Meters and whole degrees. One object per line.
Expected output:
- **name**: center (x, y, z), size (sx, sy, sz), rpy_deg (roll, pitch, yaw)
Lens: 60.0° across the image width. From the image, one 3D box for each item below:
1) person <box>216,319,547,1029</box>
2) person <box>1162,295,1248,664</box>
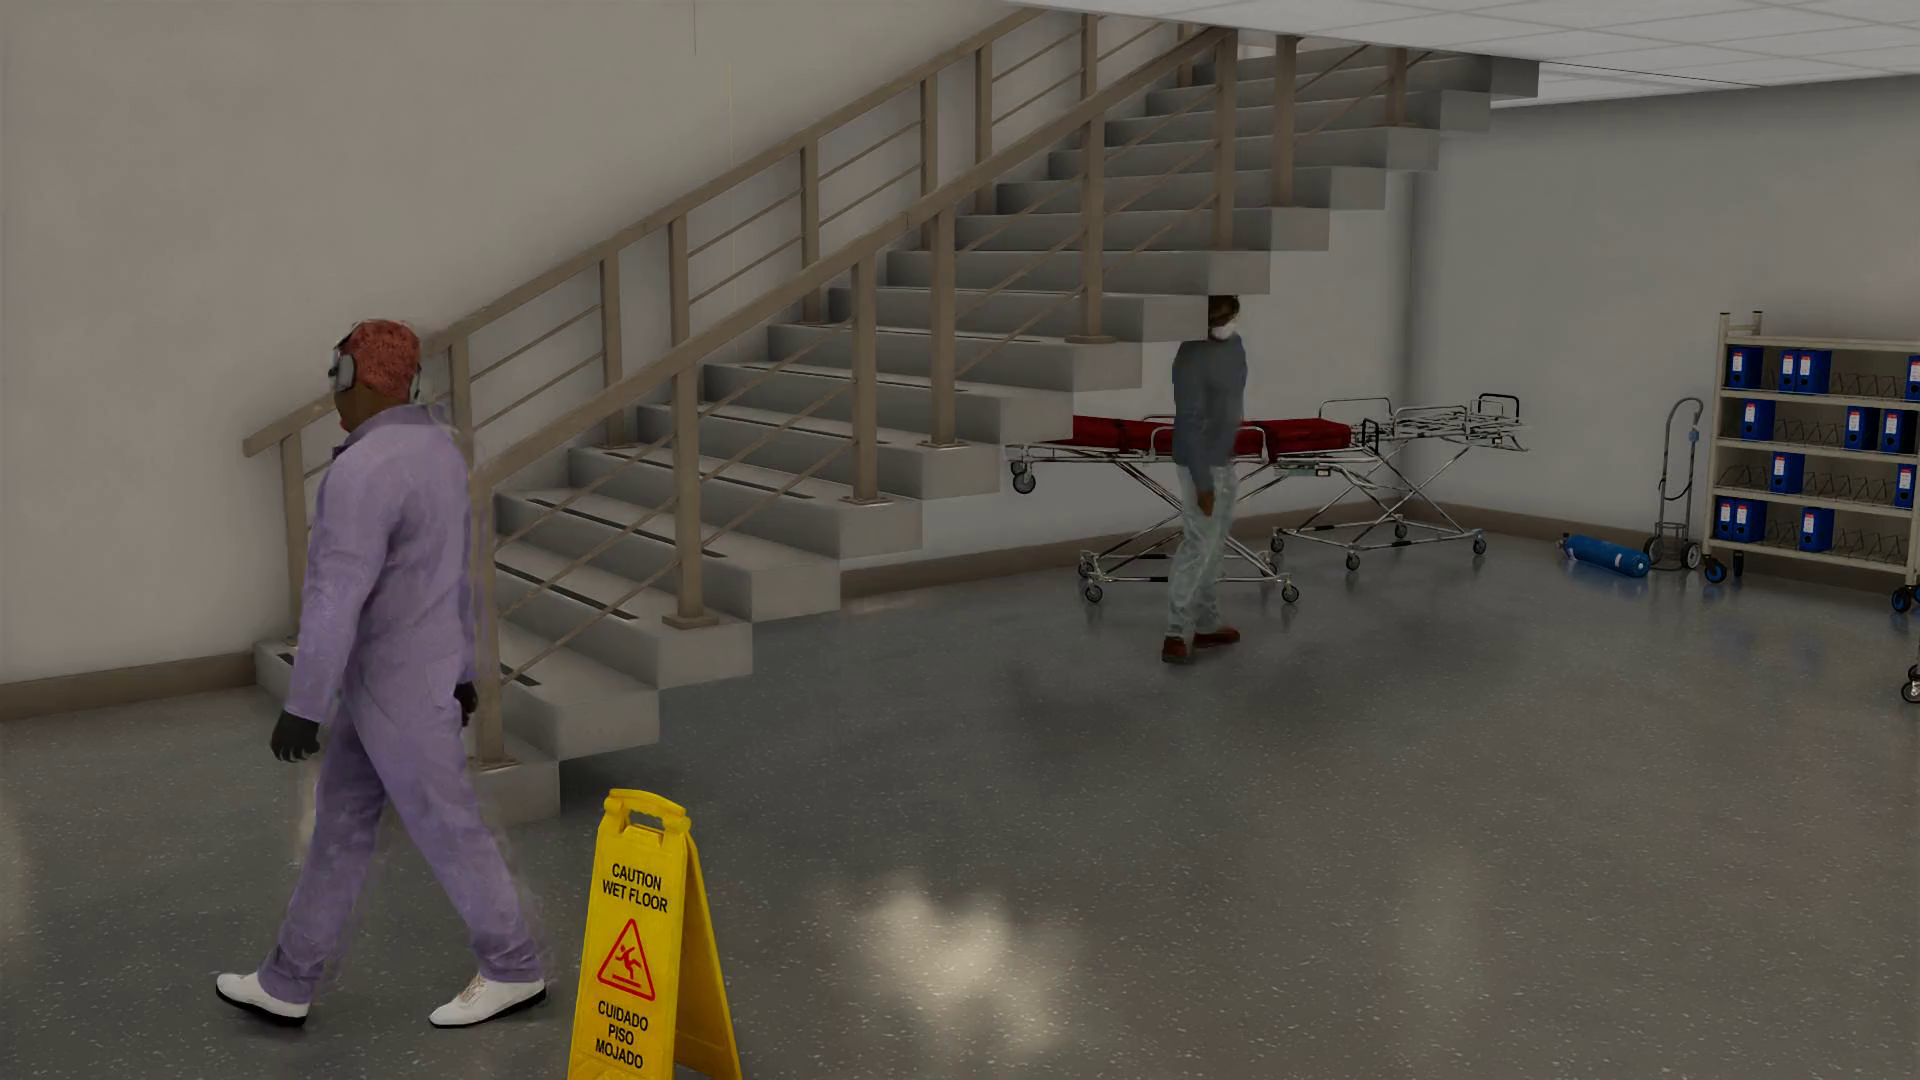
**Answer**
- **person**: center (-1.527, 0.362, 4.305), size (0.892, 1.843, 0.634), rpy_deg (-2, 10, -11)
- **person**: center (1.240, -0.343, 8.285), size (0.364, 1.893, 0.728), rpy_deg (5, 11, 26)
